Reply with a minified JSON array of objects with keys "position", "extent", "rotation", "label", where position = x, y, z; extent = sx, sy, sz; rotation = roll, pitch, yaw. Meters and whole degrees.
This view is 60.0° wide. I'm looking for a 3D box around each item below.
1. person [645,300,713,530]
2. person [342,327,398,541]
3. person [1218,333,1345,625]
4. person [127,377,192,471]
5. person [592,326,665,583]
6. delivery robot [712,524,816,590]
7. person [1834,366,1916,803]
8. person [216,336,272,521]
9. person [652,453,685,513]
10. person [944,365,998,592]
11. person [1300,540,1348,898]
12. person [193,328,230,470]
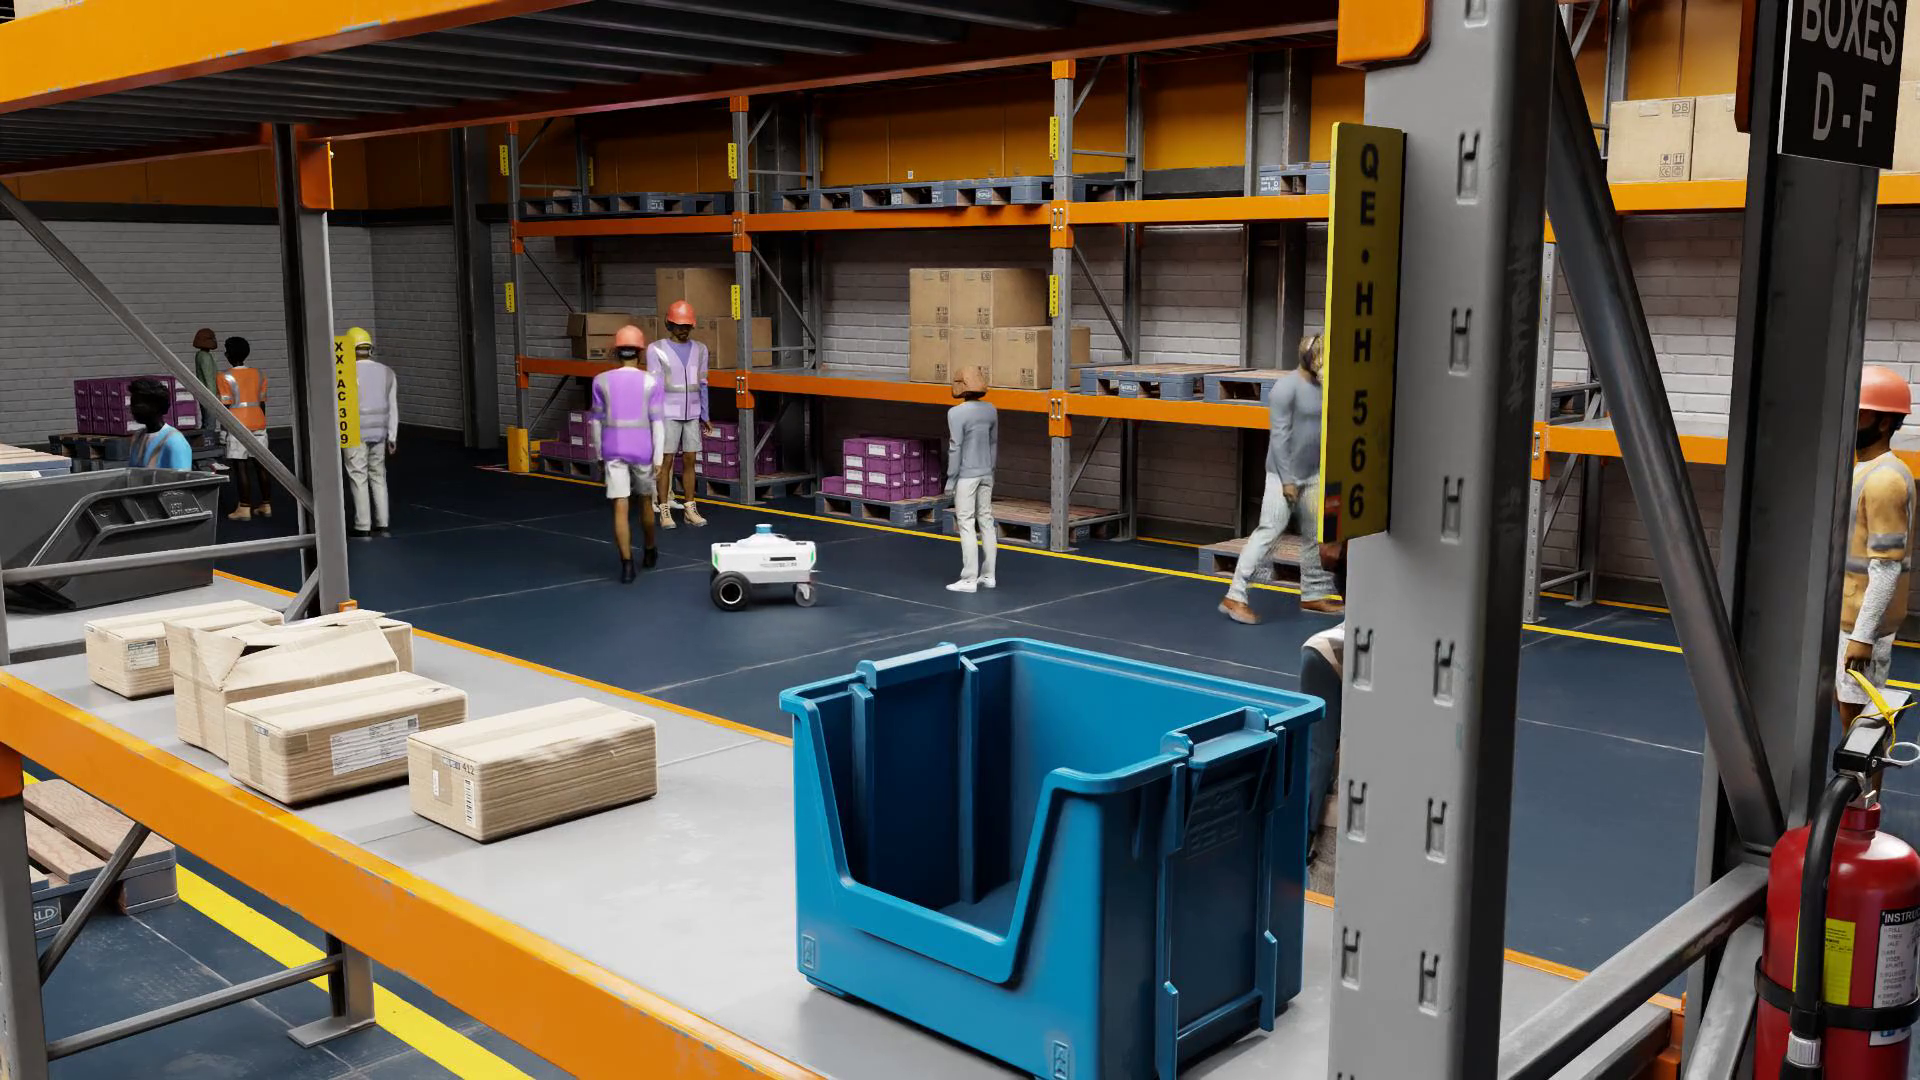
[{"position":[-2.492,-1.115,14.865],"extent":[0.605,2.035,0.389],"rotation":[-7,11,-35],"label":"person"},{"position":[-5.090,-0.895,14.156],"extent":[0.426,1.825,0.611],"rotation":[7,11,35],"label":"person"},{"position":[2.167,-0.399,10.936],"extent":[0.557,1.899,0.818],"rotation":[9,13,43],"label":"person"},{"position":[-4.668,-0.110,9.786],"extent":[0.537,1.690,0.326],"rotation":[8,12,41],"label":"person"},{"position":[-2.487,-0.661,12.557],"extent":[0.550,1.883,0.984],"rotation":[-1,9,-8],"label":"person"},{"position":[-1.349,0.135,11.444],"extent":[0.707,0.478,0.477],"rotation":[-2,9,-9],"label":"delivery robot"},{"position":[3.515,0.290,6.537],"extent":[0.345,1.940,0.551],"rotation":[4,10,22],"label":"person"},{"position":[-6.612,-1.026,15.351],"extent":[0.322,1.697,0.535],"rotation":[5,10,26],"label":"person"},{"position":[-2.839,-1.079,15.904],"extent":[0.277,1.628,0.500],"rotation":[6,11,34],"label":"person"},{"position":[0.081,-0.442,11.965],"extent":[0.266,1.631,0.507],"rotation":[8,12,41],"label":"person"},{"position":[1.112,0.760,4.585],"extent":[0.511,1.639,0.308],"rotation":[-6,11,-35],"label":"person"},{"position":[-8.669,-1.623,19.205],"extent":[0.274,1.633,0.507],"rotation":[-6,11,-32],"label":"person"}]
